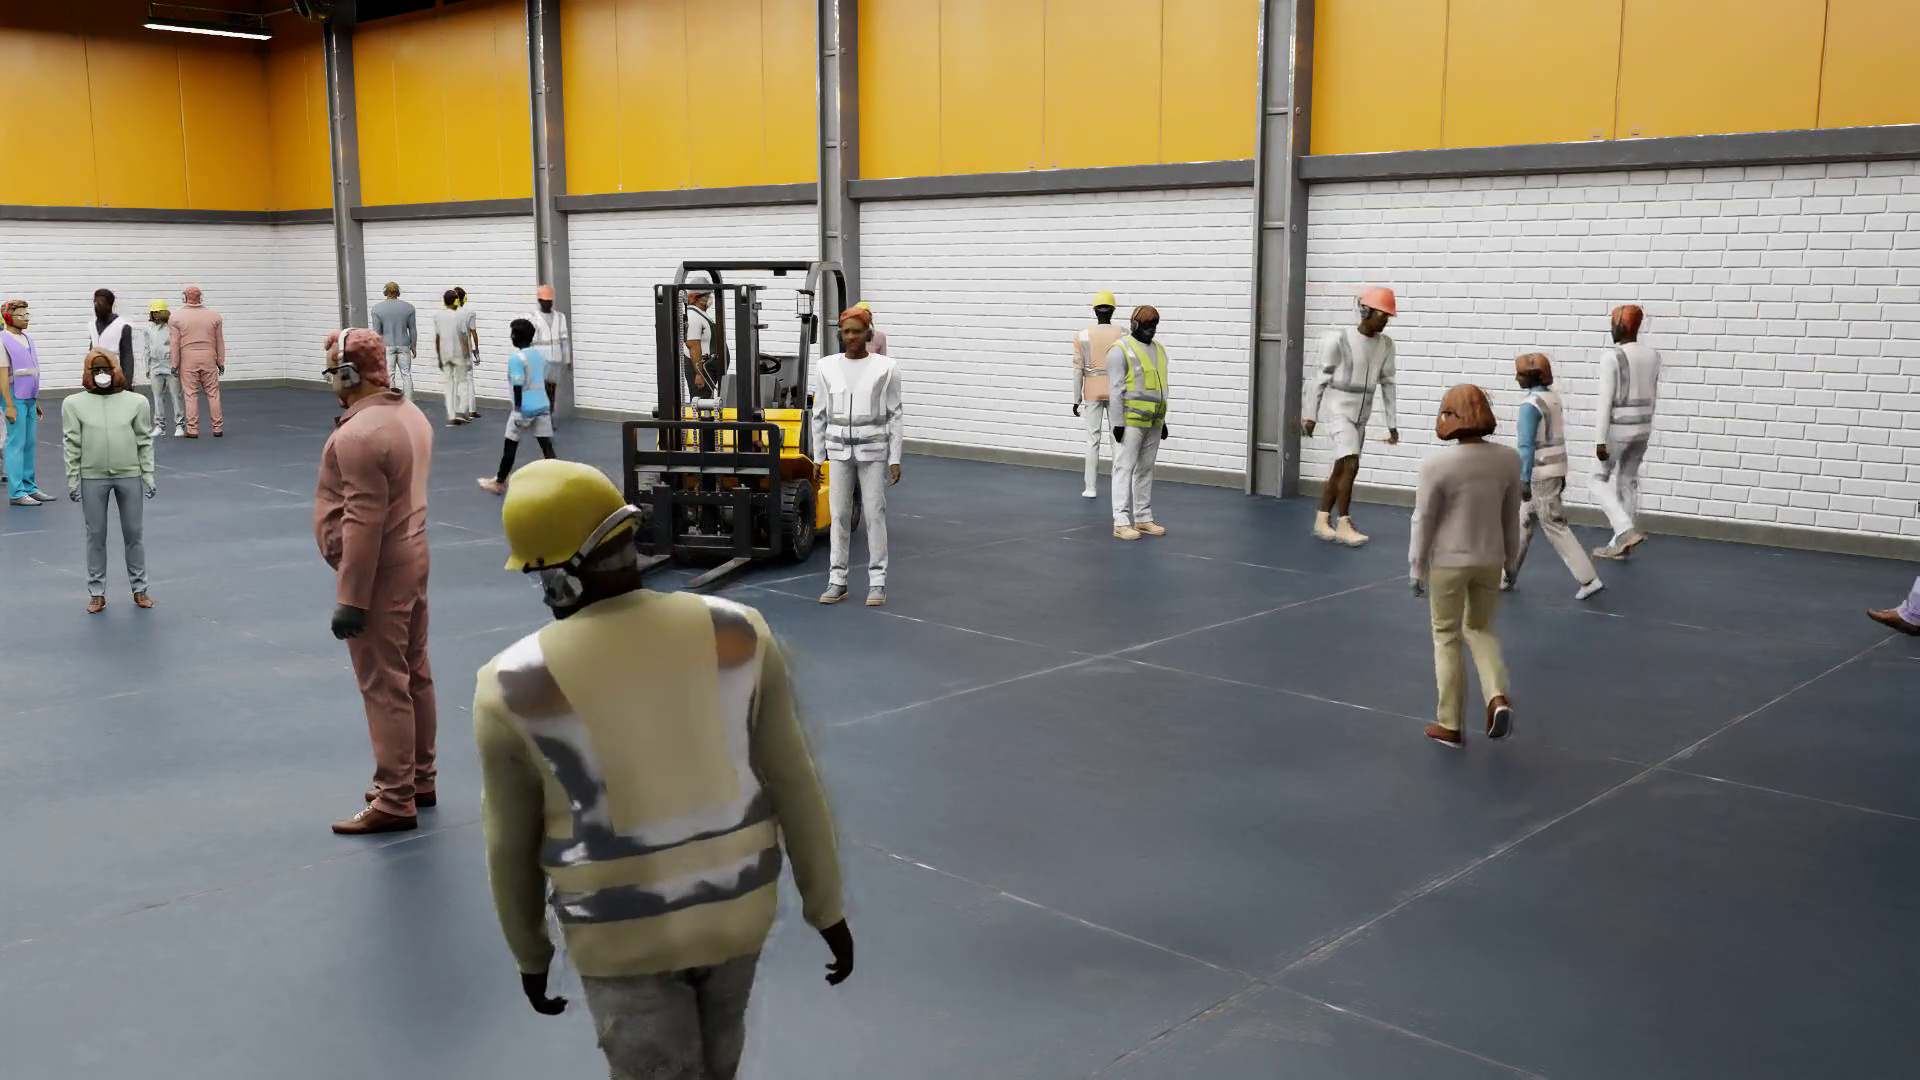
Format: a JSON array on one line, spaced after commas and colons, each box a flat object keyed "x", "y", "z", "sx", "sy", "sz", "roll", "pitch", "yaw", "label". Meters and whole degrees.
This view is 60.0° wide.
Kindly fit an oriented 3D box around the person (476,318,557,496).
[{"x": -4.074, "y": -1.208, "z": 15.360, "sx": 0.834, "sy": 1.654, "sz": 0.552, "roll": 3, "pitch": 10, "yaw": 20, "label": "person"}]

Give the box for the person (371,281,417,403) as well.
[{"x": -8.270, "y": -2.810, "z": 24.357, "sx": 0.632, "sy": 1.940, "sz": 0.372, "roll": -5, "pitch": 10, "yaw": -27, "label": "person"}]

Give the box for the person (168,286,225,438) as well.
[{"x": -9.580, "y": -2.228, "z": 20.886, "sx": 0.651, "sy": 1.906, "sz": 0.403, "roll": -7, "pitch": 12, "yaw": -38, "label": "person"}]

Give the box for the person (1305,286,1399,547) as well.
[{"x": 3.034, "y": -0.947, "z": 12.791, "sx": 0.634, "sy": 1.978, "sz": 0.794, "roll": -5, "pitch": 10, "yaw": -27, "label": "person"}]

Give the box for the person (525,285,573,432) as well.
[{"x": -5.301, "y": -2.341, "z": 21.576, "sx": 0.545, "sy": 1.914, "sz": 0.721, "roll": -7, "pitch": 12, "yaw": -38, "label": "person"}]

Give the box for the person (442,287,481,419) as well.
[{"x": -7.077, "y": -2.647, "z": 23.578, "sx": 0.537, "sy": 1.865, "sz": 0.312, "roll": -1, "pitch": 9, "yaw": -4, "label": "person"}]

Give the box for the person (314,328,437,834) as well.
[{"x": -2.220, "y": 0.155, "z": 6.298, "sx": 0.406, "sy": 1.901, "sz": 0.639, "roll": 0, "pitch": 9, "yaw": 1, "label": "person"}]

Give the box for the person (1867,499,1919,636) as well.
[{"x": 5.494, "y": -0.328, "z": 9.290, "sx": 0.785, "sy": 1.879, "sz": 0.677, "roll": 9, "pitch": 13, "yaw": 44, "label": "person"}]

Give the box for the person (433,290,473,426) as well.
[{"x": -6.846, "y": -2.456, "z": 22.501, "sx": 0.563, "sy": 1.837, "sz": 0.481, "roll": 1, "pitch": 9, "yaw": 6, "label": "person"}]

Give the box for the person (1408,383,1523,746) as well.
[{"x": 2.240, "y": 0.122, "z": 7.338, "sx": 0.520, "sy": 1.616, "sz": 0.405, "roll": -2, "pitch": 9, "yaw": -12, "label": "person"}]

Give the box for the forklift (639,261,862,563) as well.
[{"x": -1.552, "y": -1.040, "z": 12.721, "sx": 1.214, "sy": 2.155, "sz": 2.313, "roll": 2, "pitch": 9, "yaw": 11, "label": "forklift"}]

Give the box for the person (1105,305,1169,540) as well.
[{"x": 1.430, "y": -0.930, "z": 13.146, "sx": 0.619, "sy": 1.838, "sz": 0.430, "roll": -9, "pitch": 13, "yaw": -43, "label": "person"}]

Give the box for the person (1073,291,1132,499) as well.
[{"x": 1.328, "y": -1.331, "z": 15.353, "sx": 0.585, "sy": 1.918, "sz": 0.379, "roll": 0, "pitch": 9, "yaw": 1, "label": "person"}]

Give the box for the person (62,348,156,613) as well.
[{"x": -5.268, "y": -0.370, "z": 10.324, "sx": 0.504, "sy": 1.633, "sz": 0.279, "roll": -5, "pitch": 11, "yaw": -30, "label": "person"}]

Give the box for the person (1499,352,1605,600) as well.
[{"x": 3.783, "y": -0.407, "z": 10.680, "sx": 0.821, "sy": 1.590, "sz": 0.524, "roll": 6, "pitch": 11, "yaw": 33, "label": "person"}]

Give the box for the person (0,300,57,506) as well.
[{"x": -8.461, "y": -1.230, "z": 14.952, "sx": 0.390, "sy": 1.846, "sz": 0.565, "roll": -1, "pitch": 9, "yaw": -6, "label": "person"}]

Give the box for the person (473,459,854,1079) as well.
[{"x": -0.595, "y": 0.719, "z": 3.235, "sx": 0.658, "sy": 1.768, "sz": 0.856, "roll": -5, "pitch": 10, "yaw": -27, "label": "person"}]

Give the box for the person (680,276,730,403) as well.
[{"x": -2.786, "y": -1.858, "z": 18.207, "sx": 0.538, "sy": 2.000, "sz": 0.684, "roll": -1, "pitch": 9, "yaw": -5, "label": "person"}]

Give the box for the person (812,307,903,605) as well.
[{"x": -0.653, "y": -0.523, "z": 10.497, "sx": 0.587, "sy": 1.883, "sz": 0.342, "roll": 2, "pitch": 9, "yaw": 12, "label": "person"}]

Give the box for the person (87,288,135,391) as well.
[{"x": -9.322, "y": -1.815, "z": 18.340, "sx": 0.611, "sy": 1.907, "sz": 0.483, "roll": 4, "pitch": 10, "yaw": 22, "label": "person"}]

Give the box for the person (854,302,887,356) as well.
[{"x": -1.043, "y": -1.719, "z": 18.191, "sx": 0.523, "sy": 1.769, "sz": 0.317, "roll": -5, "pitch": 10, "yaw": -27, "label": "person"}]

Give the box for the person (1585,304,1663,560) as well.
[{"x": 4.803, "y": -0.763, "z": 12.034, "sx": 0.576, "sy": 1.872, "sz": 0.431, "roll": -4, "pitch": 10, "yaw": -24, "label": "person"}]

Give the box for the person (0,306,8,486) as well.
[{"x": -9.268, "y": -1.358, "z": 15.917, "sx": 0.598, "sy": 1.797, "sz": 0.859, "roll": 2, "pitch": 10, "yaw": 13, "label": "person"}]

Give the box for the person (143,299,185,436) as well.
[{"x": -10.070, "y": -2.173, "z": 21.046, "sx": 0.493, "sy": 1.742, "sz": 0.322, "roll": 0, "pitch": 9, "yaw": -2, "label": "person"}]
